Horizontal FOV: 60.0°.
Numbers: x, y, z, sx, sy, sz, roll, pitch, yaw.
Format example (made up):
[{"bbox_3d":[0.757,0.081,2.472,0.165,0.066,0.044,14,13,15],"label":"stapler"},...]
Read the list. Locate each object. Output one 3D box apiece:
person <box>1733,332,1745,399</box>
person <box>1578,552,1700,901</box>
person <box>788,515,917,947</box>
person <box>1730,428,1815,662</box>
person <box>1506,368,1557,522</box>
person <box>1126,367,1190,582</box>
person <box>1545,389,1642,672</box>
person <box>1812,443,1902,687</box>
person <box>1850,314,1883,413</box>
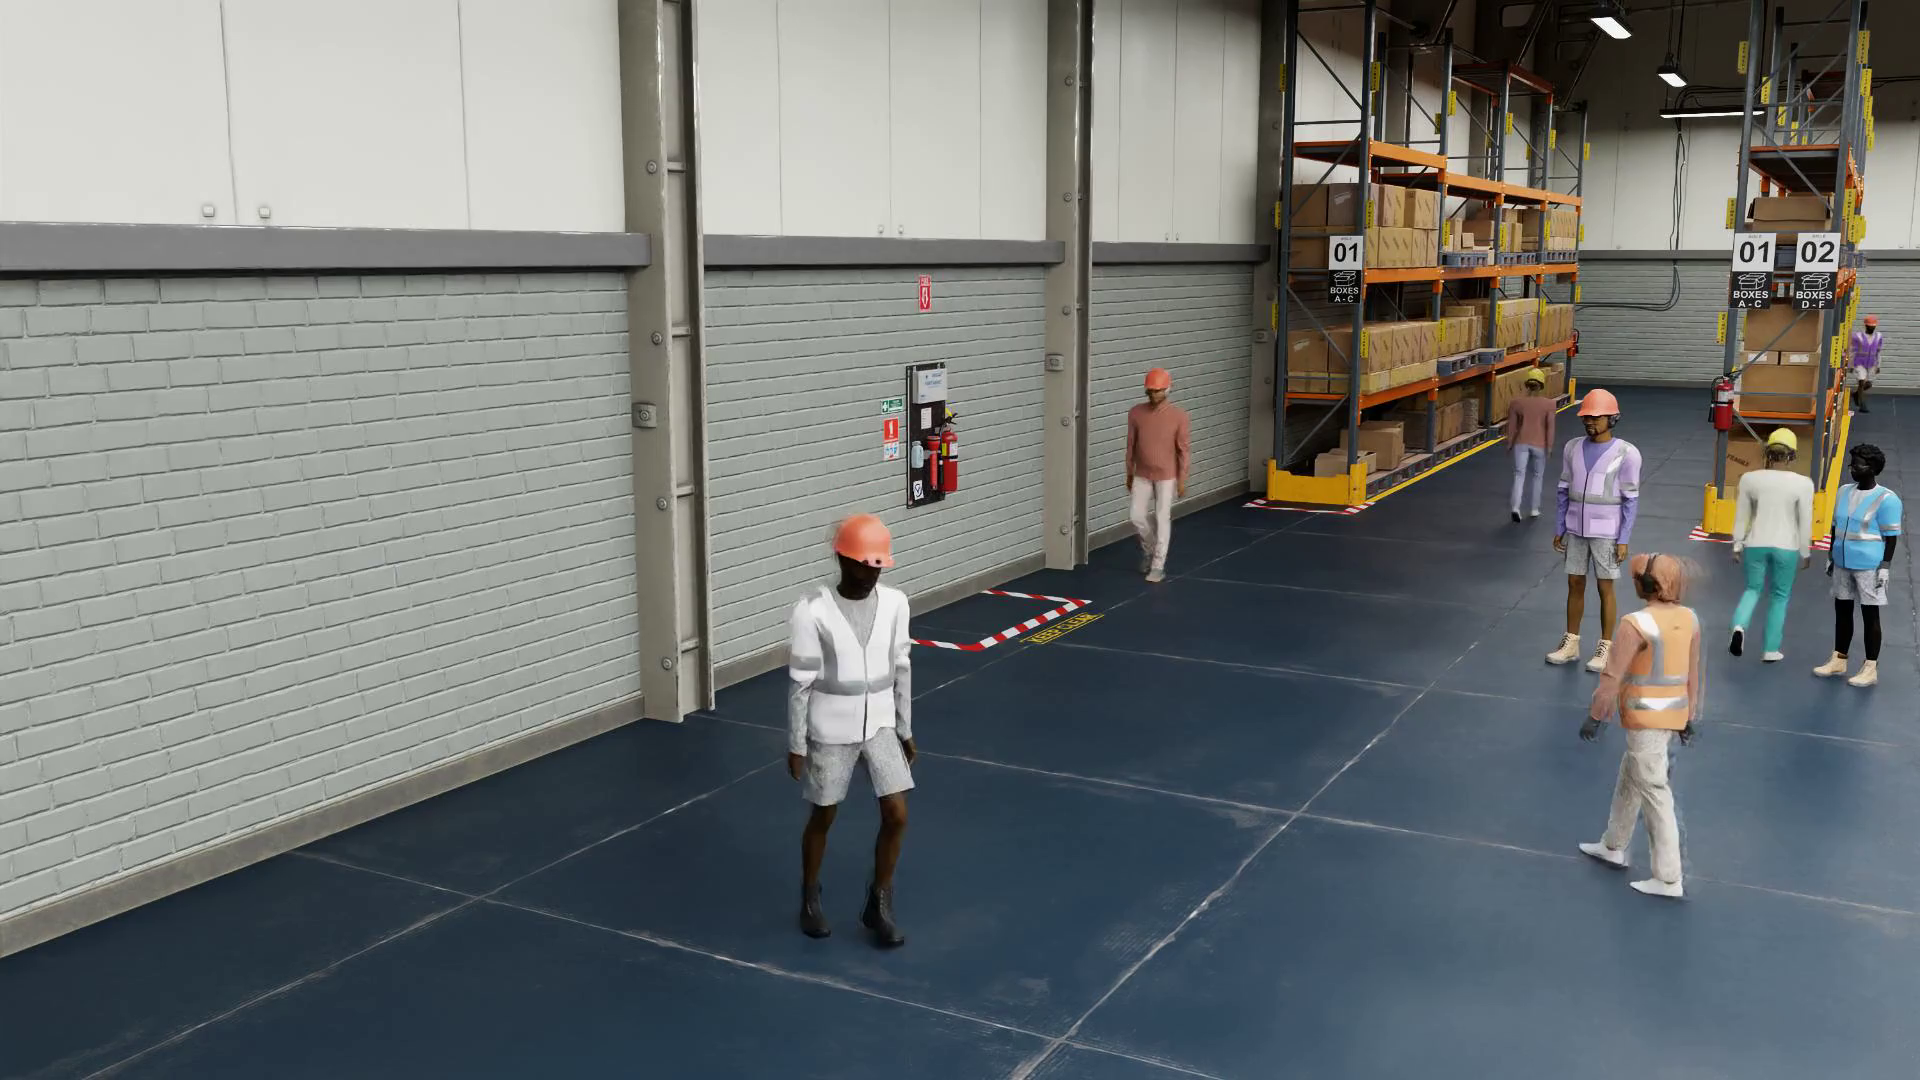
[{"bbox_3d":[15.397,-3.448,32.465,1.010,1.819,0.595,-5,11,-27],"label":"person"},{"bbox_3d":[3.198,0.854,7.903,0.529,1.610,0.759,-7,12,-35],"label":"person"},{"bbox_3d":[-0.446,0.829,7.196,0.597,1.895,0.728,-5,11,-25],"label":"person"},{"bbox_3d":[5.929,0.056,12.175,0.523,1.746,0.514,9,13,43],"label":"person"},{"bbox_3d":[6.455,-1.079,18.861,0.530,1.732,0.873,5,11,27],"label":"person"},{"bbox_3d":[1.796,-0.600,15.291,0.630,1.981,0.435,5,11,27],"label":"person"},{"bbox_3d":[4.579,-0.071,12.046,0.375,2.044,0.607,-8,12,-38],"label":"person"},{"bbox_3d":[6.292,0.171,11.645,0.316,1.695,0.542,-3,10,-18],"label":"person"},{"bbox_3d":[17.369,-3.397,31.964,0.561,1.901,0.754,1,10,4],"label":"person"}]
